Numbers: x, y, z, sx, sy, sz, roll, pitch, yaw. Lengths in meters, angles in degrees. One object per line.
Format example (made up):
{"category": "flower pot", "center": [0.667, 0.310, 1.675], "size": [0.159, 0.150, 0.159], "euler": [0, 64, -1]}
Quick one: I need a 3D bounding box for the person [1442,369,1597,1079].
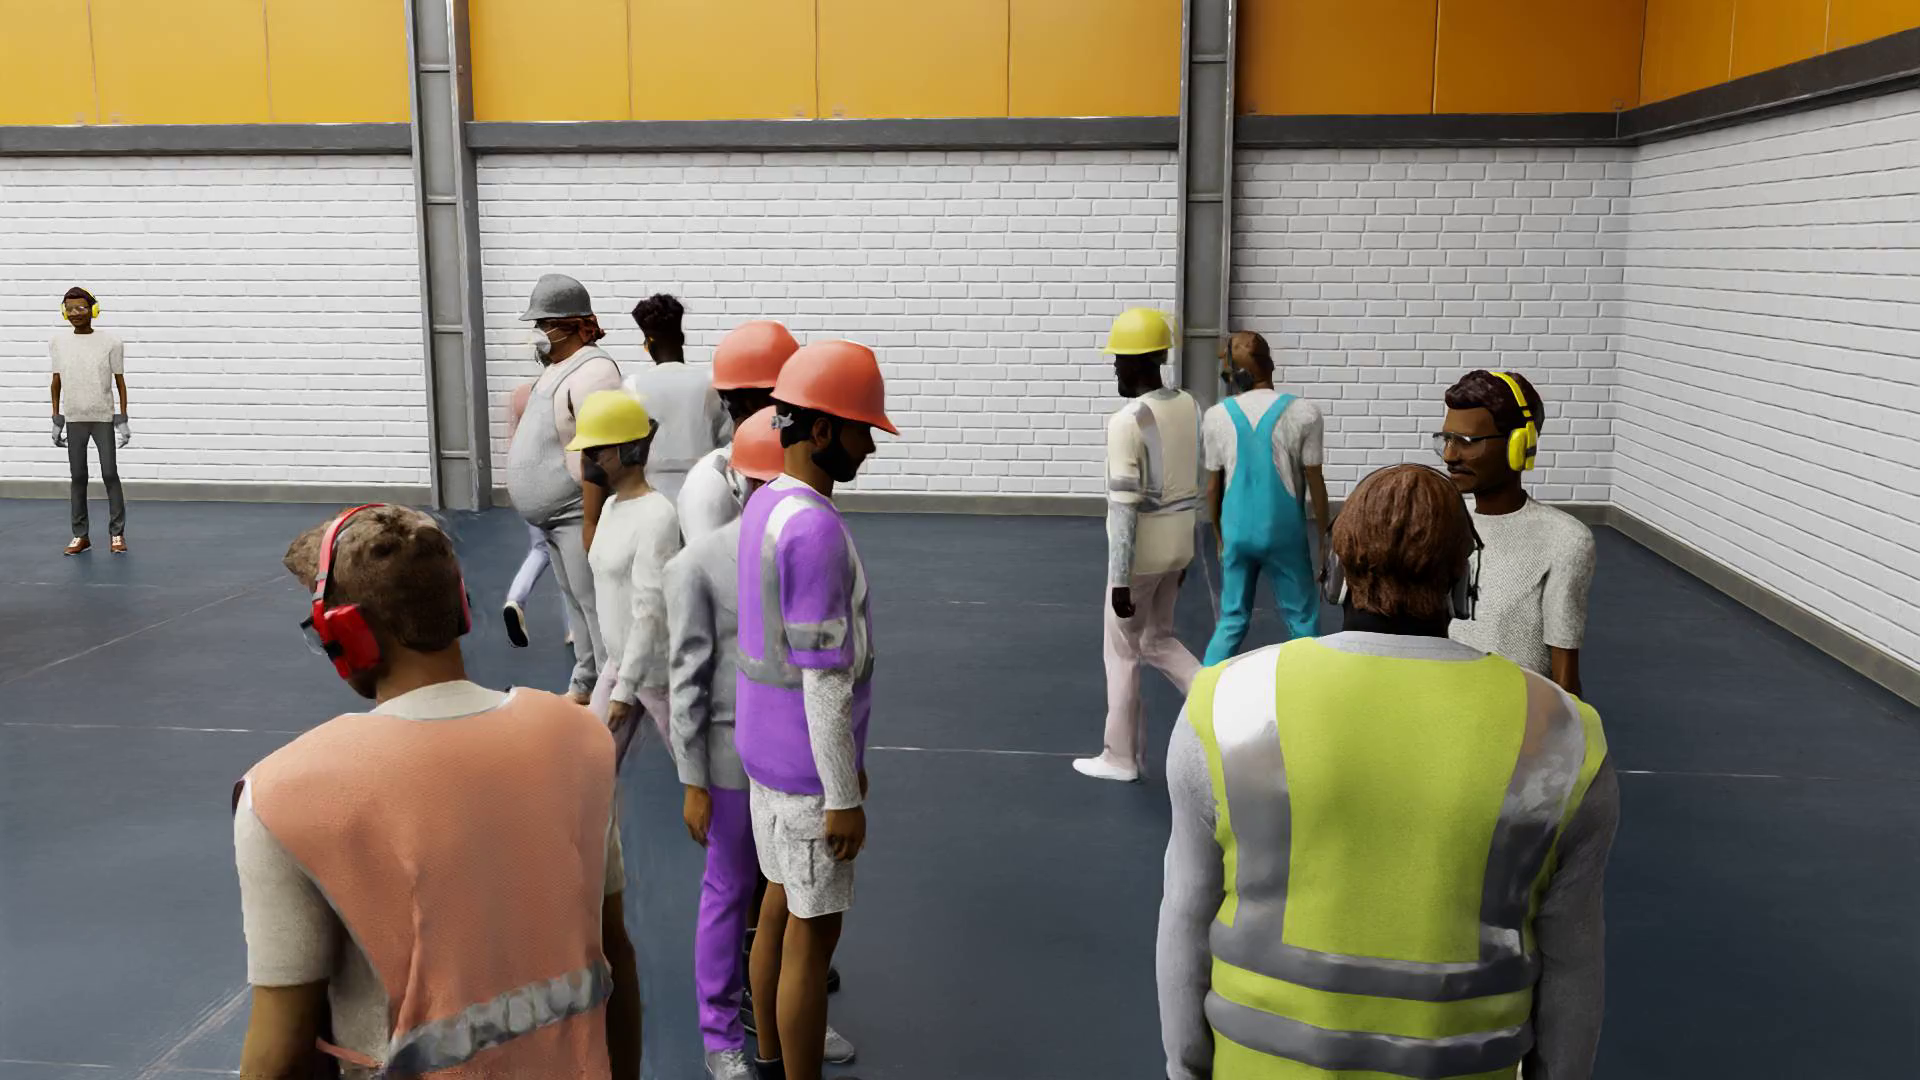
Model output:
{"category": "person", "center": [1.223, 0.539, 3.852], "size": [0.332, 1.864, 0.505], "euler": [-5, 11, -26]}

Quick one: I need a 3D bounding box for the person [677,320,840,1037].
{"category": "person", "center": [-0.534, 0.373, 4.564], "size": [0.355, 1.939, 0.552], "euler": [3, 10, 16]}

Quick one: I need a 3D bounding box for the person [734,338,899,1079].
{"category": "person", "center": [-0.325, 0.501, 3.872], "size": [0.386, 1.927, 0.545], "euler": [-3, 10, -18]}

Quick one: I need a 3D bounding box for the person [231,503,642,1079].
{"category": "person", "center": [-0.698, 0.847, 2.308], "size": [0.846, 1.779, 0.574], "euler": [8, 13, 40]}

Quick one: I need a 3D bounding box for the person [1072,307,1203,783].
{"category": "person", "center": [0.778, 0.052, 6.493], "size": [0.664, 1.909, 0.599], "euler": [8, 13, 39]}

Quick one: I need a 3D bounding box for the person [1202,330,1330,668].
{"category": "person", "center": [1.300, 0.014, 7.043], "size": [0.574, 1.797, 0.504], "euler": [5, 11, 25]}

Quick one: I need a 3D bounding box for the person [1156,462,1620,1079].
{"category": "person", "center": [0.608, 0.797, 2.468], "size": [0.638, 1.830, 0.429], "euler": [2, 10, 10]}

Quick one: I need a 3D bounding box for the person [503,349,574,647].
{"category": "person", "center": [-2.164, -0.267, 8.778], "size": [0.534, 1.746, 0.642], "euler": [3, 10, 16]}

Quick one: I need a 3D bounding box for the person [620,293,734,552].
{"category": "person", "center": [-1.252, -0.117, 7.396], "size": [0.687, 1.931, 0.533], "euler": [-2, 10, -11]}

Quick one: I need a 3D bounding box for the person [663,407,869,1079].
{"category": "person", "center": [-0.458, 0.535, 4.216], "size": [0.572, 1.743, 0.367], "euler": [-8, 13, -39]}

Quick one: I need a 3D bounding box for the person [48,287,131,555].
{"category": "person", "center": [-6.097, -0.829, 11.648], "size": [0.510, 1.872, 0.329], "euler": [-2, 10, -14]}

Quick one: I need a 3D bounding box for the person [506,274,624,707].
{"category": "person", "center": [-1.730, -0.169, 7.380], "size": [0.536, 2.000, 0.684], "euler": [-5, 11, -26]}
